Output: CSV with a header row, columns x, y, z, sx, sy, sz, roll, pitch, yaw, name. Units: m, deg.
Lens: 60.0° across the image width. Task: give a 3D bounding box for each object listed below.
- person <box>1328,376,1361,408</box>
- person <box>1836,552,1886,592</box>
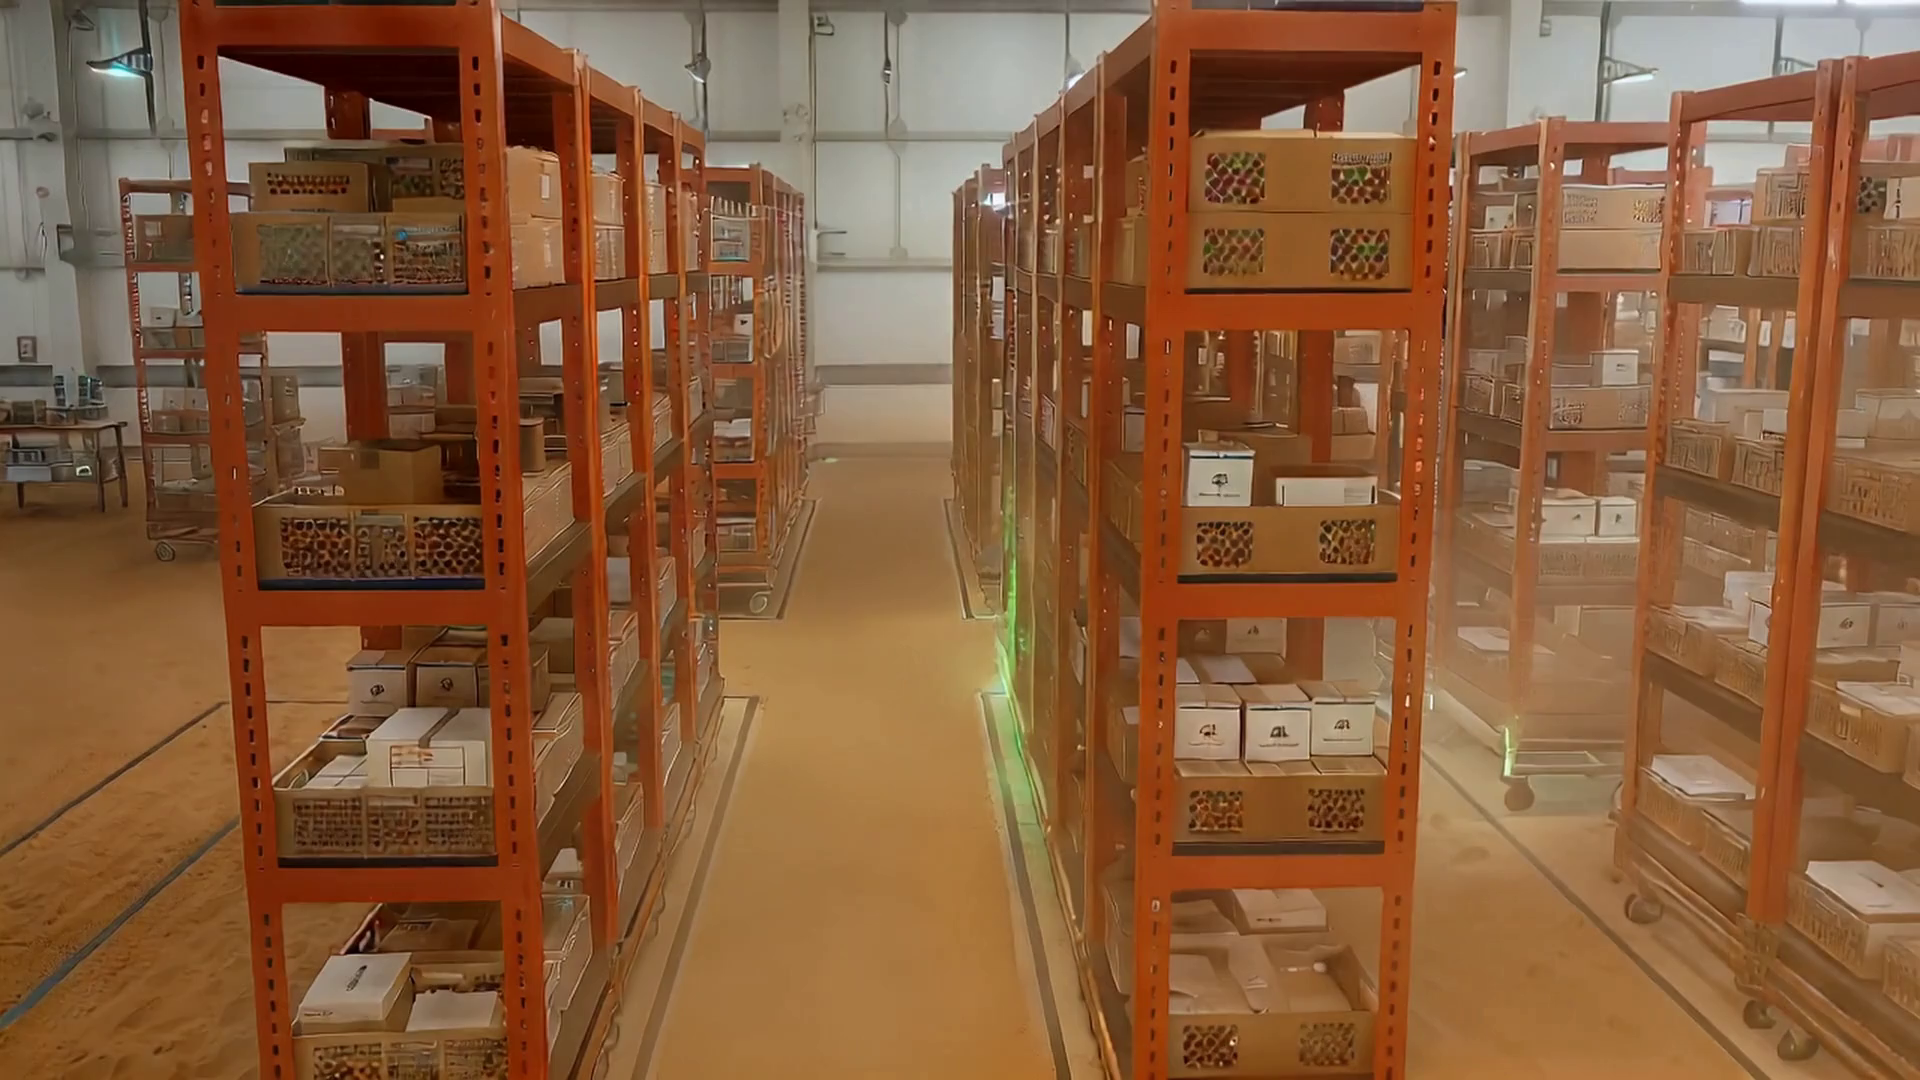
x,y,z,sx,sy,sz,roll,pitch,yaw,name
3.873,-0.991,17.431,0.594,1.826,0.456,0,10,-2,person
6.712,-0.082,12.240,0.594,1.832,0.403,-4,11,-22,person
